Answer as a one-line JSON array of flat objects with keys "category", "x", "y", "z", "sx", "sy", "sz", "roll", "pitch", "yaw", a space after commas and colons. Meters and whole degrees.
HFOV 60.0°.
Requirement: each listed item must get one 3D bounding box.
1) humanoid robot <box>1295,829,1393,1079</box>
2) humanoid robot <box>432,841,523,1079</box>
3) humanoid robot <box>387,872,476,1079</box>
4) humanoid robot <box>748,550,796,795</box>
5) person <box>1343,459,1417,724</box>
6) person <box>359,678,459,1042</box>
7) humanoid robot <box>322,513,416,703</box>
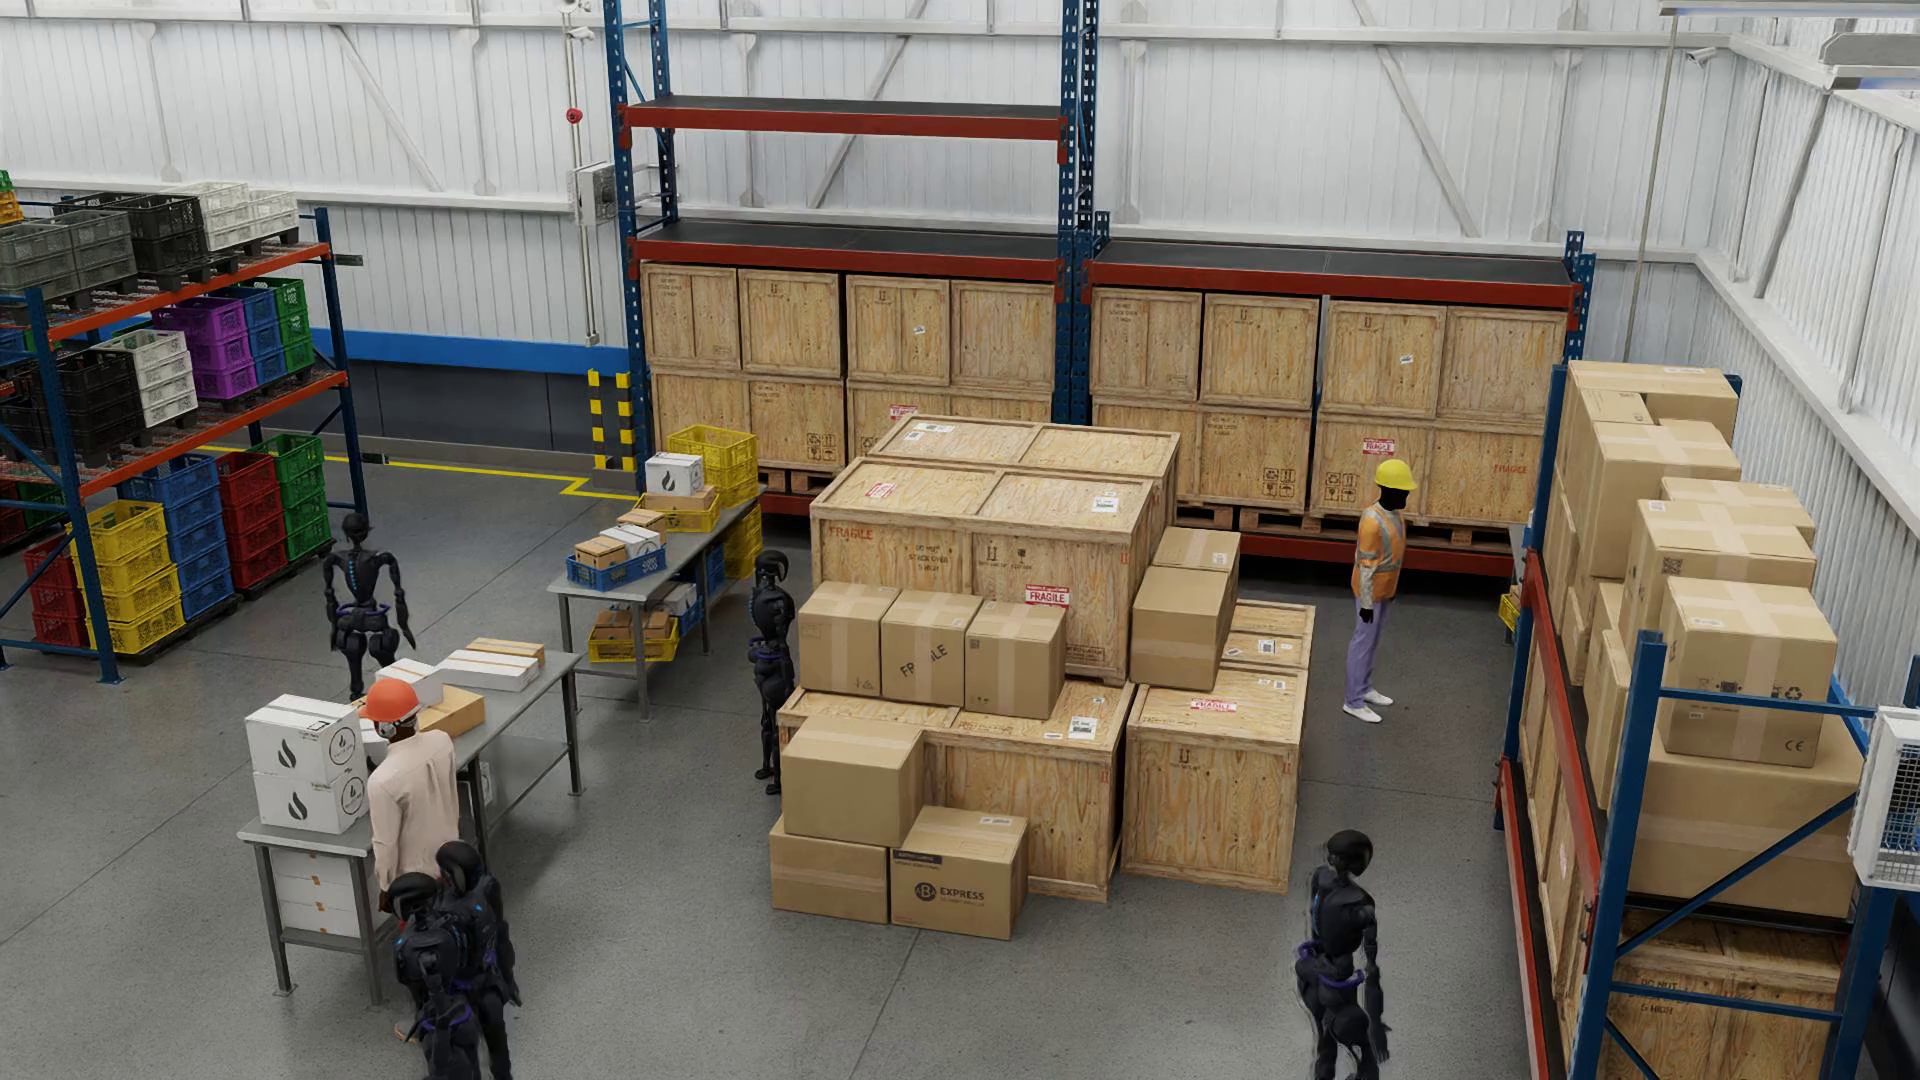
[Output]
[{"category": "humanoid robot", "x": 1.755, "y": 2.071, "z": 7.653, "sx": 0.357, "sy": 1.651, "sz": 0.639, "roll": -7, "pitch": 22, "yaw": -19}, {"category": "humanoid robot", "x": -2.273, "y": 2.097, "z": 7.604, "sx": 0.467, "sy": 1.653, "sz": 0.586, "roll": 8, "pitch": 22, "yaw": 21}, {"category": "humanoid robot", "x": -2.301, "y": 2.191, "z": 7.324, "sx": 0.316, "sy": 1.656, "sz": 0.611, "roll": -10, "pitch": 23, "yaw": -24}, {"category": "humanoid robot", "x": -1.197, "y": 0.841, "z": 10.854, "sx": 0.321, "sy": 1.657, "sz": 0.598, "roll": -8, "pitch": 22, "yaw": -19}, {"category": "person", "x": 2.986, "y": 0.339, "z": 11.837, "sx": 0.384, "sy": 1.927, "sz": 0.587, "roll": 12, "pitch": 24, "yaw": 28}, {"category": "person", "x": -2.753, "y": 1.611, "z": 8.434, "sx": 0.405, "sy": 1.986, "sz": 0.615, "roll": 6, "pitch": 22, "yaw": 16}, {"category": "humanoid robot", "x": -4.087, "y": 0.608, "z": 11.481, "sx": 0.575, "sy": 1.652, "sz": 0.348, "roll": 1, "pitch": 21, "yaw": 4}]
